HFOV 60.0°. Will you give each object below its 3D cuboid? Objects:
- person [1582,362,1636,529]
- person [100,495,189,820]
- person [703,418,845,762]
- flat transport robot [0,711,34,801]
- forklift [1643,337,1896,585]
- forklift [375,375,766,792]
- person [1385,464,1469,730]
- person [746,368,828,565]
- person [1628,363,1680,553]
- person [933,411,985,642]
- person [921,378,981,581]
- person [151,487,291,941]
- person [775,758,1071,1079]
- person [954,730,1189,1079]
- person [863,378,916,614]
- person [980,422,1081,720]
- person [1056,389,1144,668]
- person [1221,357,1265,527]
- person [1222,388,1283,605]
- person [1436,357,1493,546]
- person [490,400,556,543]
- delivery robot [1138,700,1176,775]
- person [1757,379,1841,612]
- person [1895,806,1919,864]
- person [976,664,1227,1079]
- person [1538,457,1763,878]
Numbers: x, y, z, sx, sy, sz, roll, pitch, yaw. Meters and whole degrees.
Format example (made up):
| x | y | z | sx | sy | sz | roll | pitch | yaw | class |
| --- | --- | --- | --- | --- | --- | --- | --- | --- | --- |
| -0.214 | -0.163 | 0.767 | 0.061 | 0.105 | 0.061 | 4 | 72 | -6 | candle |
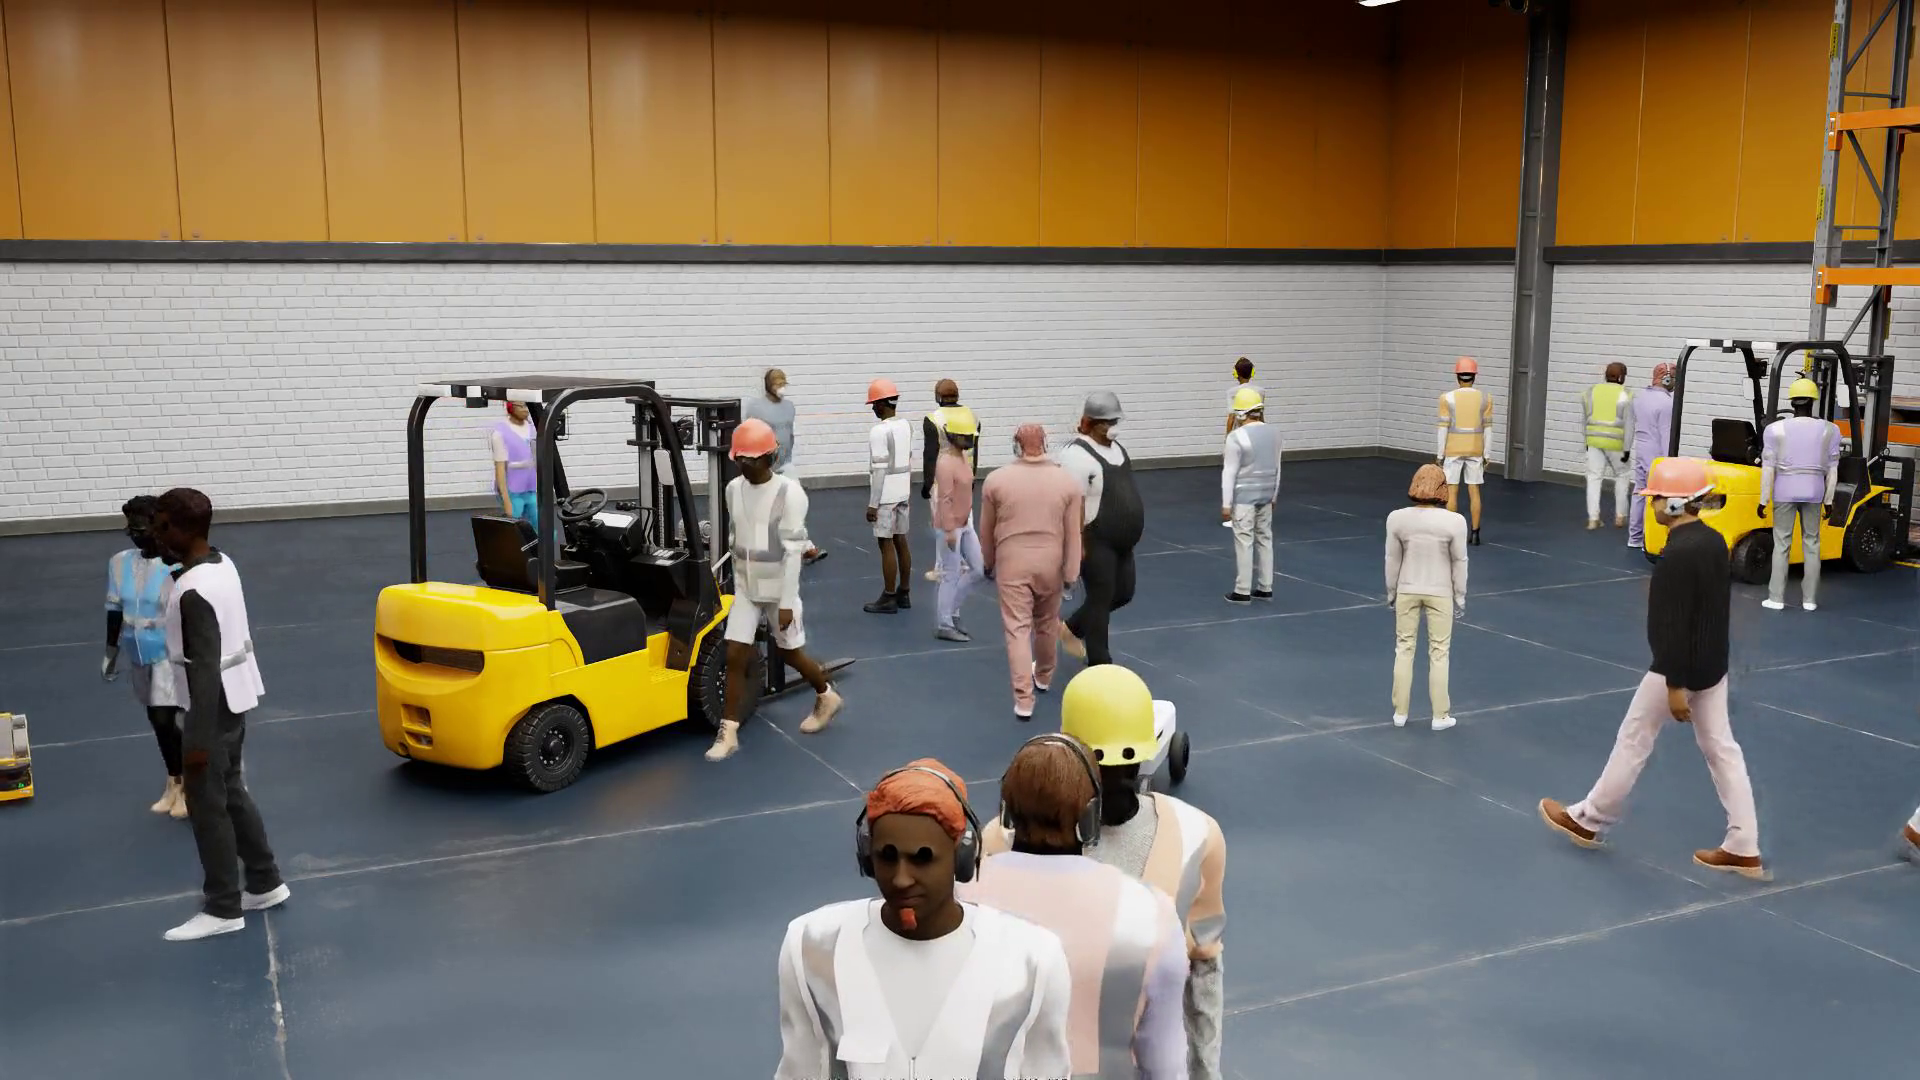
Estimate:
| x | y | z | sx | sy | sz | roll | pitch | yaw | class |
| --- | --- | --- | --- | --- | --- | --- | --- | --- | --- |
| 7.145 | -1.042 | 18.235 | 0.635 | 1.810 | 0.773 | 9 | 12 | 43 | person |
| -4.085 | 0.604 | 8.464 | 0.536 | 1.683 | 0.457 | 3 | 10 | 19 | person |
| -1.054 | 0.255 | 9.723 | 0.605 | 1.991 | 0.989 | 6 | 11 | 33 | person |
| -5.497 | 1.194 | 9.153 | 0.652 | 0.197 | 1.431 | -5 | 11 | -30 | flat transport robot |
| 7.551 | -0.789 | 15.507 | 2.313 | 2.155 | 1.214 | -4 | 10 | -25 | forklift |
| -2.268 | 0.149 | 9.685 | 1.214 | 2.155 | 2.313 | 6 | 11 | 32 | forklift |
| 2.848 | 0.349 | 10.180 | 0.498 | 1.633 | 0.285 | 5 | 10 | 27 | person |
| -1.744 | -0.689 | 15.849 | 1.032 | 1.879 | 0.658 | 7 | 12 | 38 | person |
| 6.961 | -0.816 | 16.596 | 0.404 | 1.900 | 0.644 | -1 | 9 | -6 | person |
| -0.010 | -0.096 | 12.545 | 0.384 | 1.750 | 0.546 | 3 | 10 | 20 | person |
| -0.108 | -0.542 | 15.076 | 0.624 | 1.840 | 0.430 | -8 | 12 | -40 | person |
| -3.148 | 0.743 | 7.036 | 0.446 | 1.947 | 0.609 | -2 | 9 | -15 | person |
| -0.076 | 1.342 | 3.248 | 0.574 | 1.881 | 0.357 | 1 | 9 | 6 | person |
| 0.178 | 1.314 | 3.618 | 0.629 | 1.828 | 0.452 | 1 | 9 | 8 | person |
| -0.600 | -0.358 | 13.653 | 0.366 | 1.930 | 0.542 | 5 | 10 | 28 | person |
| 0.440 | 0.167 | 10.686 | 0.623 | 1.839 | 0.998 | -1 | 9 | -7 | person |
| 0.947 | -0.049 | 11.389 | 0.633 | 2.000 | 0.689 | 6 | 11 | 31 | person |
| 3.096 | -1.057 | 18.189 | 0.530 | 1.864 | 0.314 | -4 | 10 | -25 | person |
| 2.441 | -0.362 | 14.008 | 0.595 | 1.830 | 0.403 | -5 | 11 | -31 | person |
| 5.148 | -0.905 | 17.024 | 0.550 | 1.933 | 0.374 | 1 | 9 | 5 | person |
| -3.630 | -0.362 | 13.984 | 0.619 | 1.823 | 0.612 | 5 | 10 | 27 | person |
| 0.934 | 1.038 | 8.952 | 0.477 | 0.478 | 0.707 | 3 | 10 | 18 | delivery robot |
| 6.889 | -0.362 | 13.701 | 0.585 | 1.921 | 0.383 | 2 | 9 | 14 | person |
| 4.575 | 0.662 | 7.418 | 0.642 | 1.906 | 0.913 | -2 | 9 | -14 | person |
| 0.330 | 1.223 | 3.851 | 0.603 | 1.926 | 0.369 | -1 | 9 | -7 | person |
| 3.341 | 0.573 | 7.841 | 0.636 | 1.934 | 1.036 | -8 | 12 | -41 | person |
